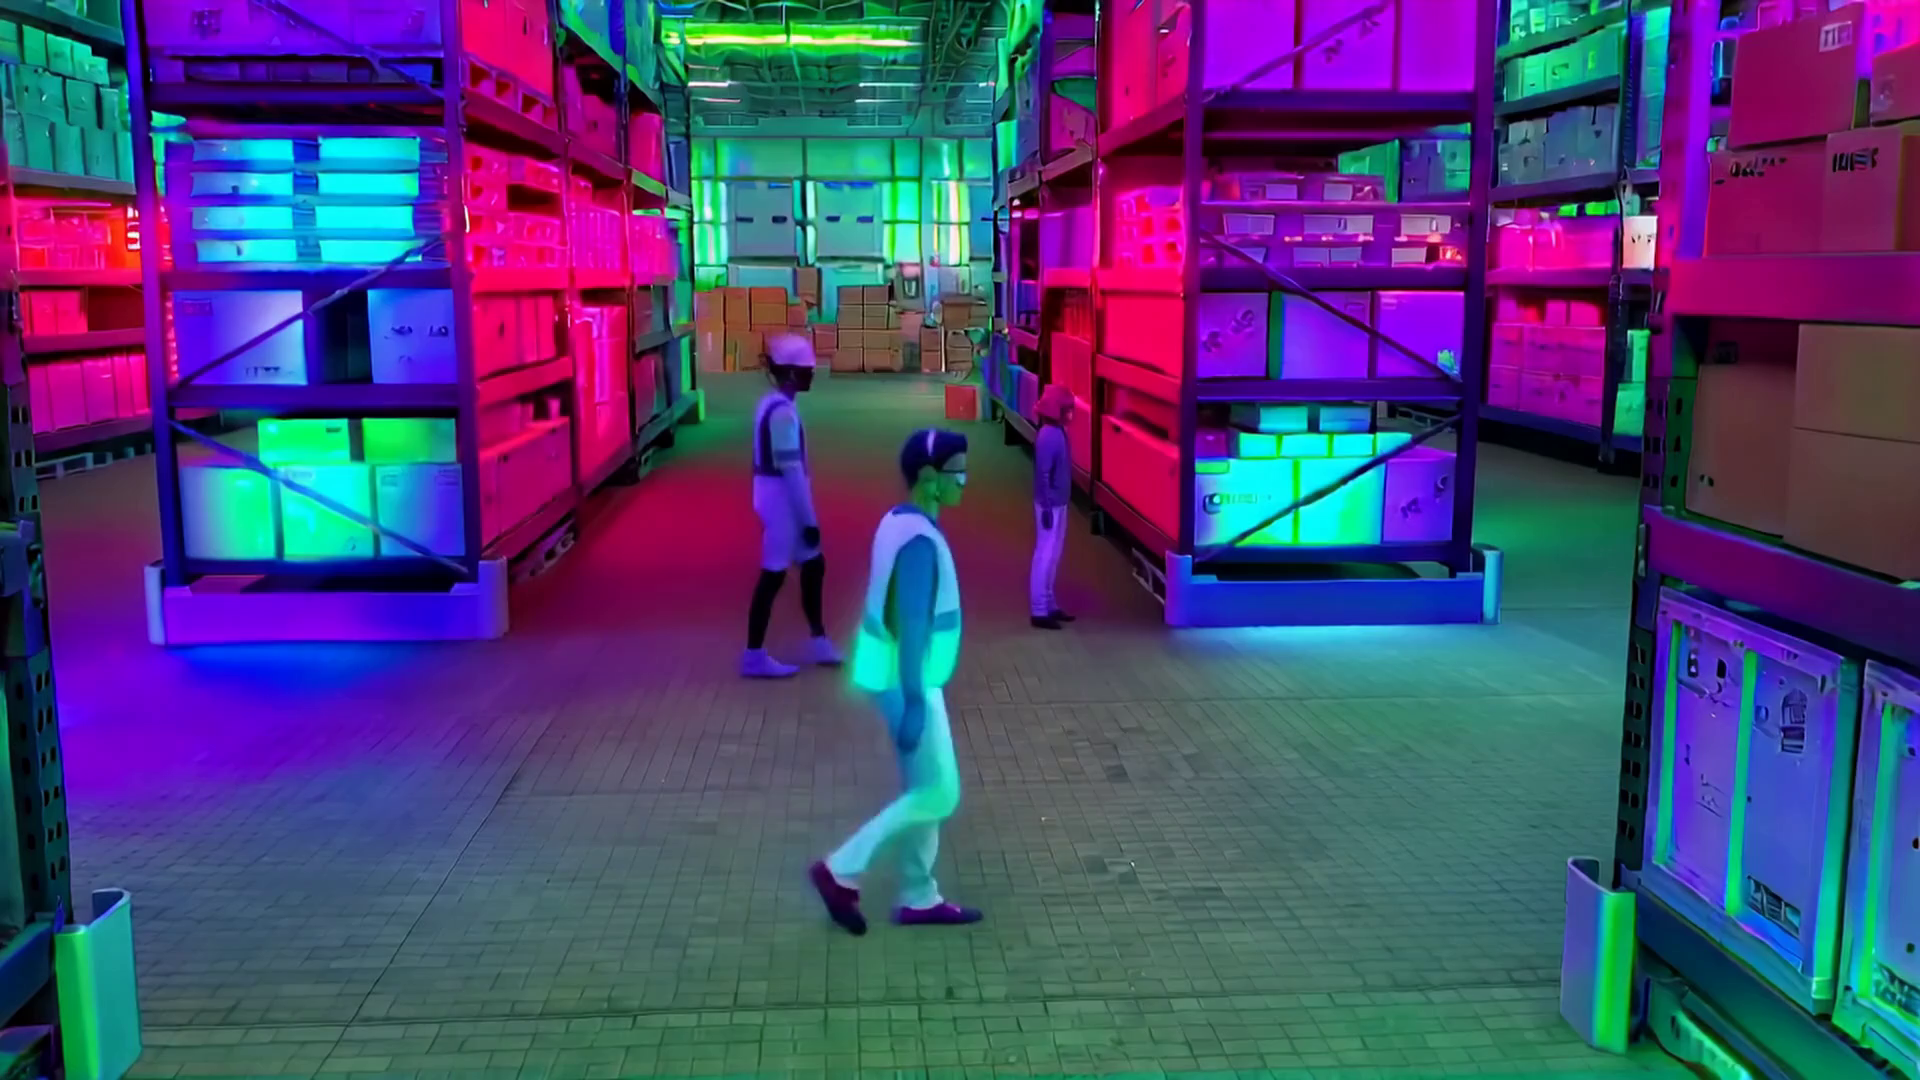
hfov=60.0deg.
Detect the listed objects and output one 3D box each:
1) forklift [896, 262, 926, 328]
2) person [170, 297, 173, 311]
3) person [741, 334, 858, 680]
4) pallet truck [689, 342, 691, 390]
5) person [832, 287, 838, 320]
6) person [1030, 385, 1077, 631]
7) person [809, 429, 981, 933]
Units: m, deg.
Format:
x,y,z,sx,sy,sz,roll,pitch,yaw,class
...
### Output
x,y,z,sx,sy,sz,roll,pitch,yaw,class
-1.780,-8.547,59.499,1.129,2.768,1.873,-1,9,-4,forklift
-29.545,-8.625,62.807,0.402,1.987,0.608,1,9,5,person
-0.890,-0.178,9.651,0.878,2.009,0.647,-2,9,-11,person
-5.225,-3.008,27.480,1.885,1.965,0.823,2,9,14,pallet truck
-4.571,-8.621,62.920,0.551,1.932,0.378,2,9,9,person
0.633,-0.221,11.119,0.268,1.632,0.507,3,10,18,person
-0.213,0.518,5.881,0.526,1.831,0.579,-1,9,-6,person
